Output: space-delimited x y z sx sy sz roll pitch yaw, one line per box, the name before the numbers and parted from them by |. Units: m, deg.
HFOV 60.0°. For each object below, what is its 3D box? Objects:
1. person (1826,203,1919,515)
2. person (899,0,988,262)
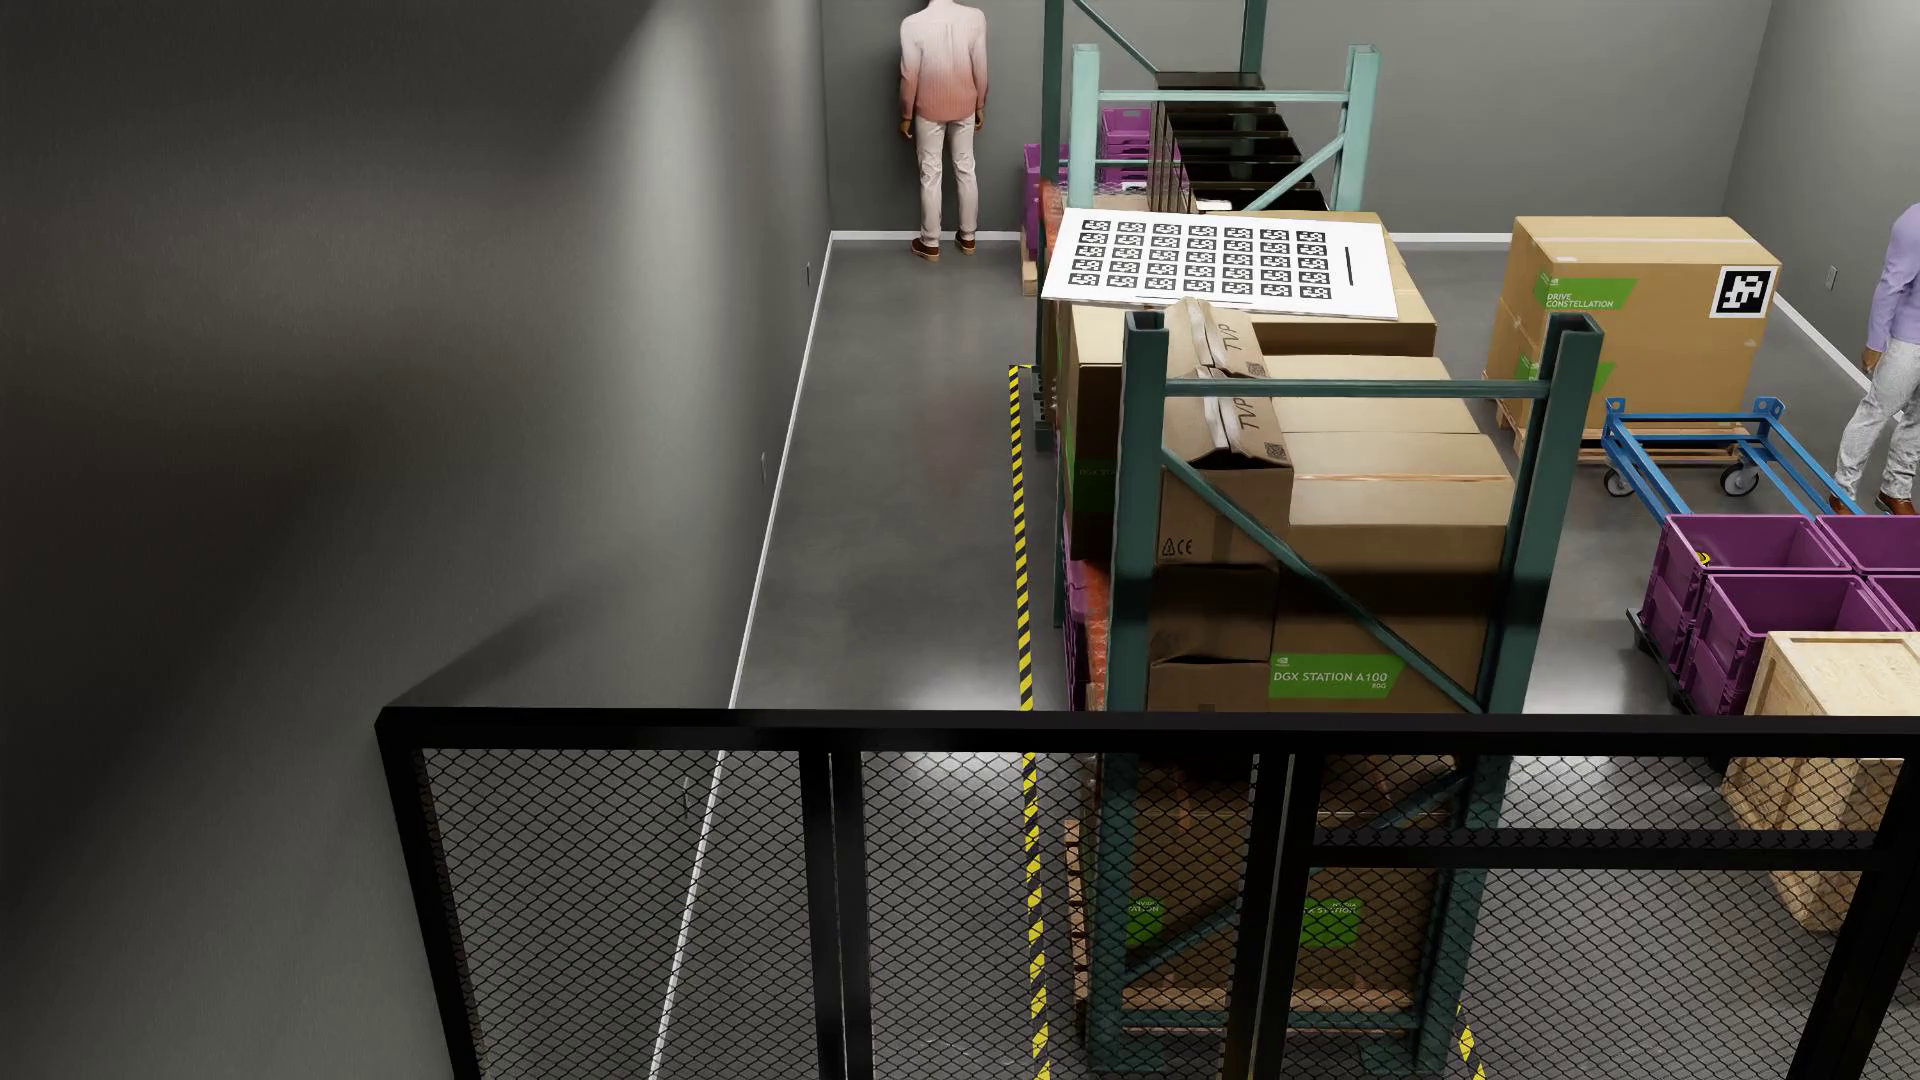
person | 4.536 -0.936 7.770 0.635 1.937 0.355 -1 31 -2
person | -0.114 -2.814 10.834 0.610 1.996 0.378 -12 33 -19
